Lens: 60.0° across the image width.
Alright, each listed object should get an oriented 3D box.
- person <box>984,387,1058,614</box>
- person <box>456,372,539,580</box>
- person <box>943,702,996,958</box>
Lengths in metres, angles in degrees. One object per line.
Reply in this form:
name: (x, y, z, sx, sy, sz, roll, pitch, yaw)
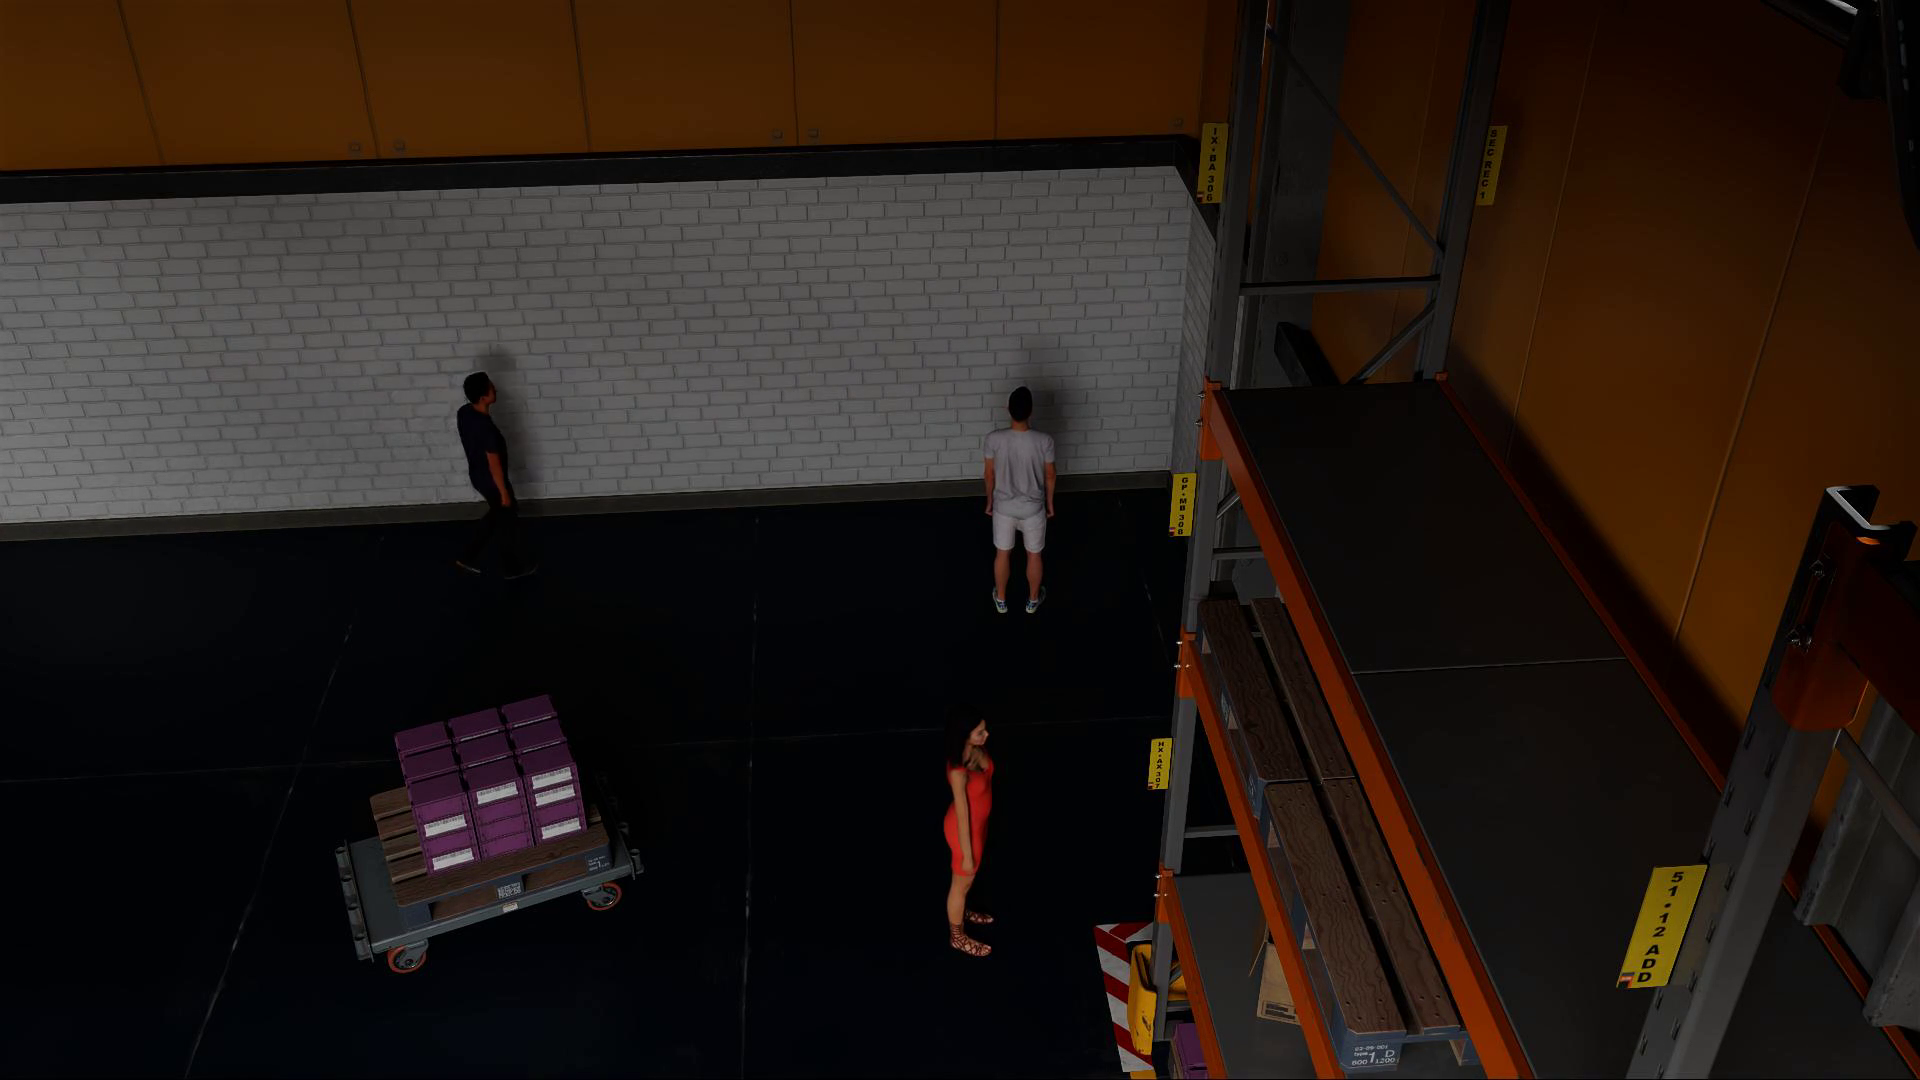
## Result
person: (0.430, -0.276, 12.094, 0.709, 1.856, 0.618, 2, 34, 3)
person: (-3.574, -0.426, 12.391, 0.937, 1.778, 0.910, -22, 40, -30)
person: (0.040, 1.612, 9.378, 0.697, 1.719, 0.519, 4, 34, 6)
